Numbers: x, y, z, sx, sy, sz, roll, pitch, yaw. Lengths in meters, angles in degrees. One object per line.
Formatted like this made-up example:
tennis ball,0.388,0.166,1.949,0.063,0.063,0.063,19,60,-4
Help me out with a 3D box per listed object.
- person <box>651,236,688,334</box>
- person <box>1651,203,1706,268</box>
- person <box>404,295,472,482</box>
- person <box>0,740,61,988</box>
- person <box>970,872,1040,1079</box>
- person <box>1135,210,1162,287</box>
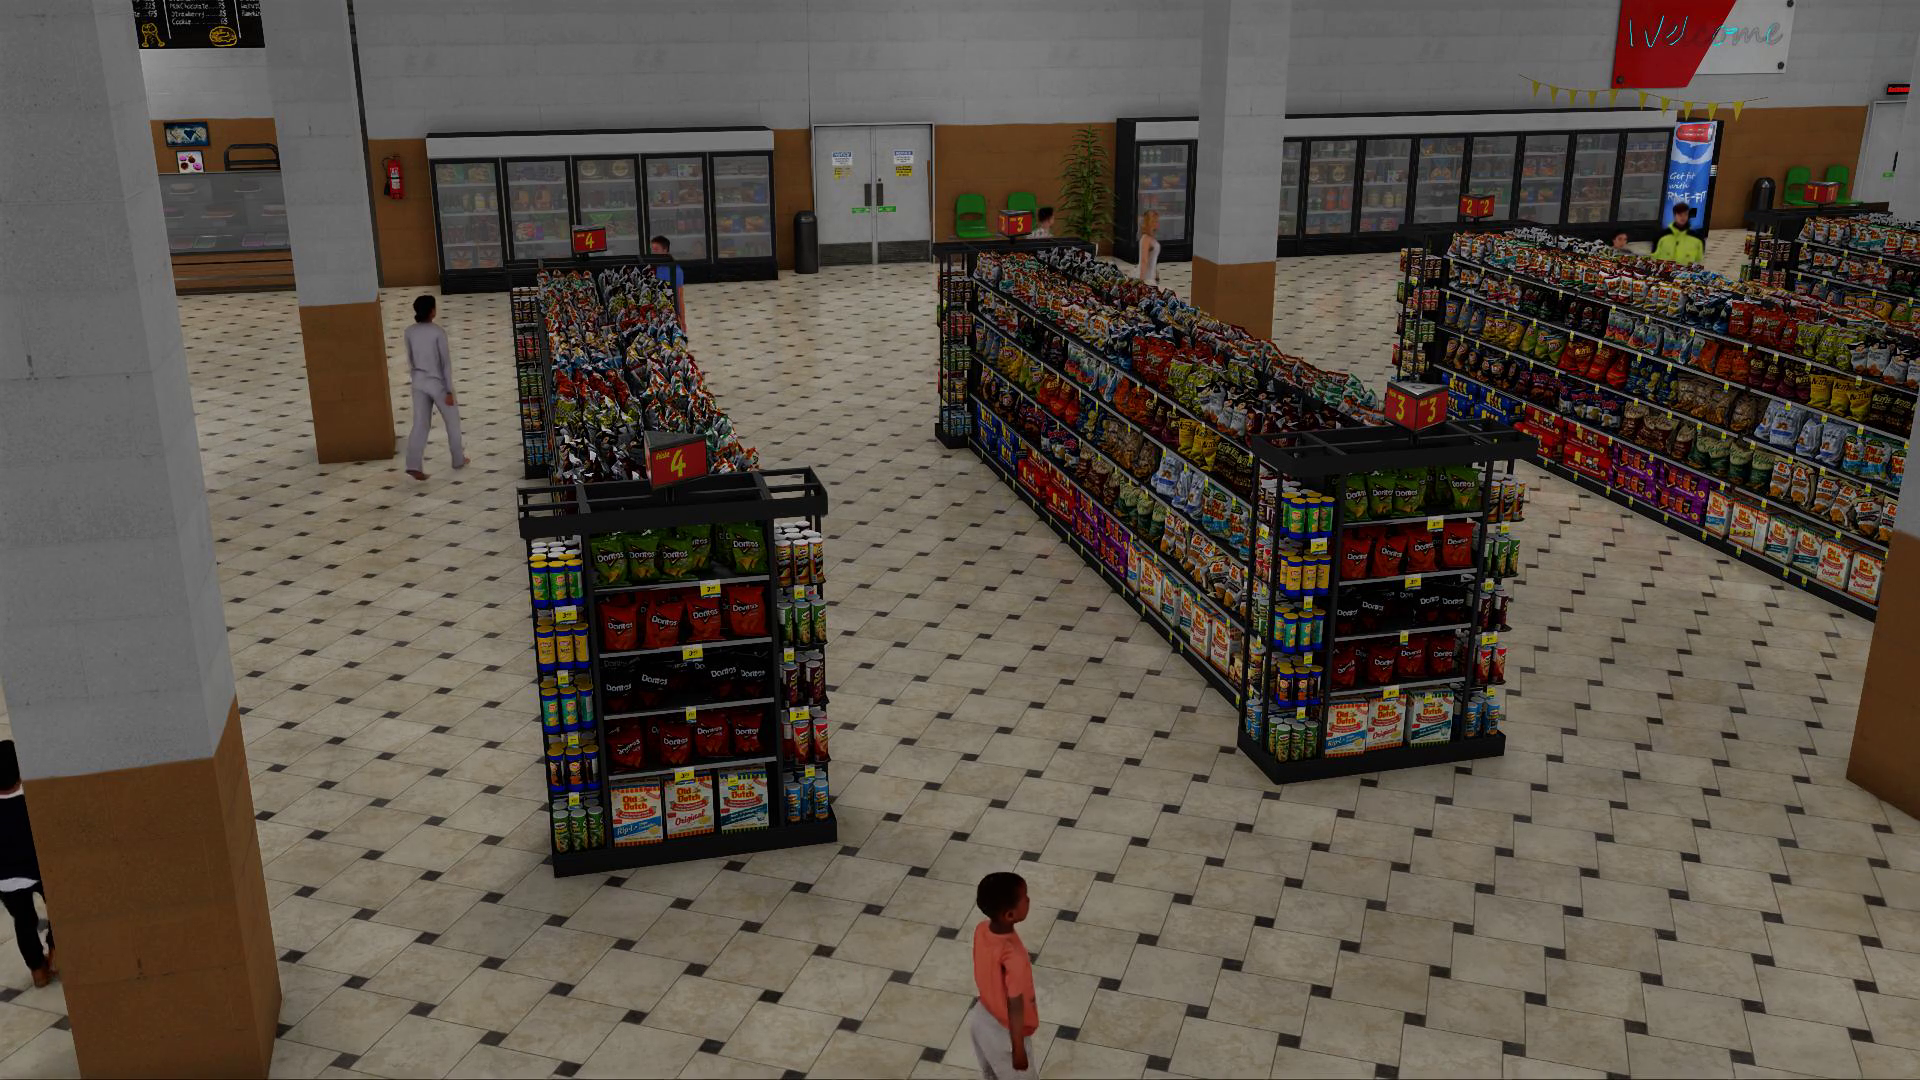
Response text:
person,-3.195,-2.434,18.441,1.180,1.820,1.183,13,23,34
person,8.659,-3.113,20.225,1.029,1.967,1.125,3,19,10
person,-4.993,-1.405,15.557,0.999,1.713,1.211,4,19,13
person,-4.319,1.517,7.663,0.506,1.221,0.477,-5,19,-15
person,0.112,1.893,6.420,0.589,1.303,0.614,-7,20,-19
person,2.359,-3.468,21.778,0.892,1.647,0.919,3,19,8
